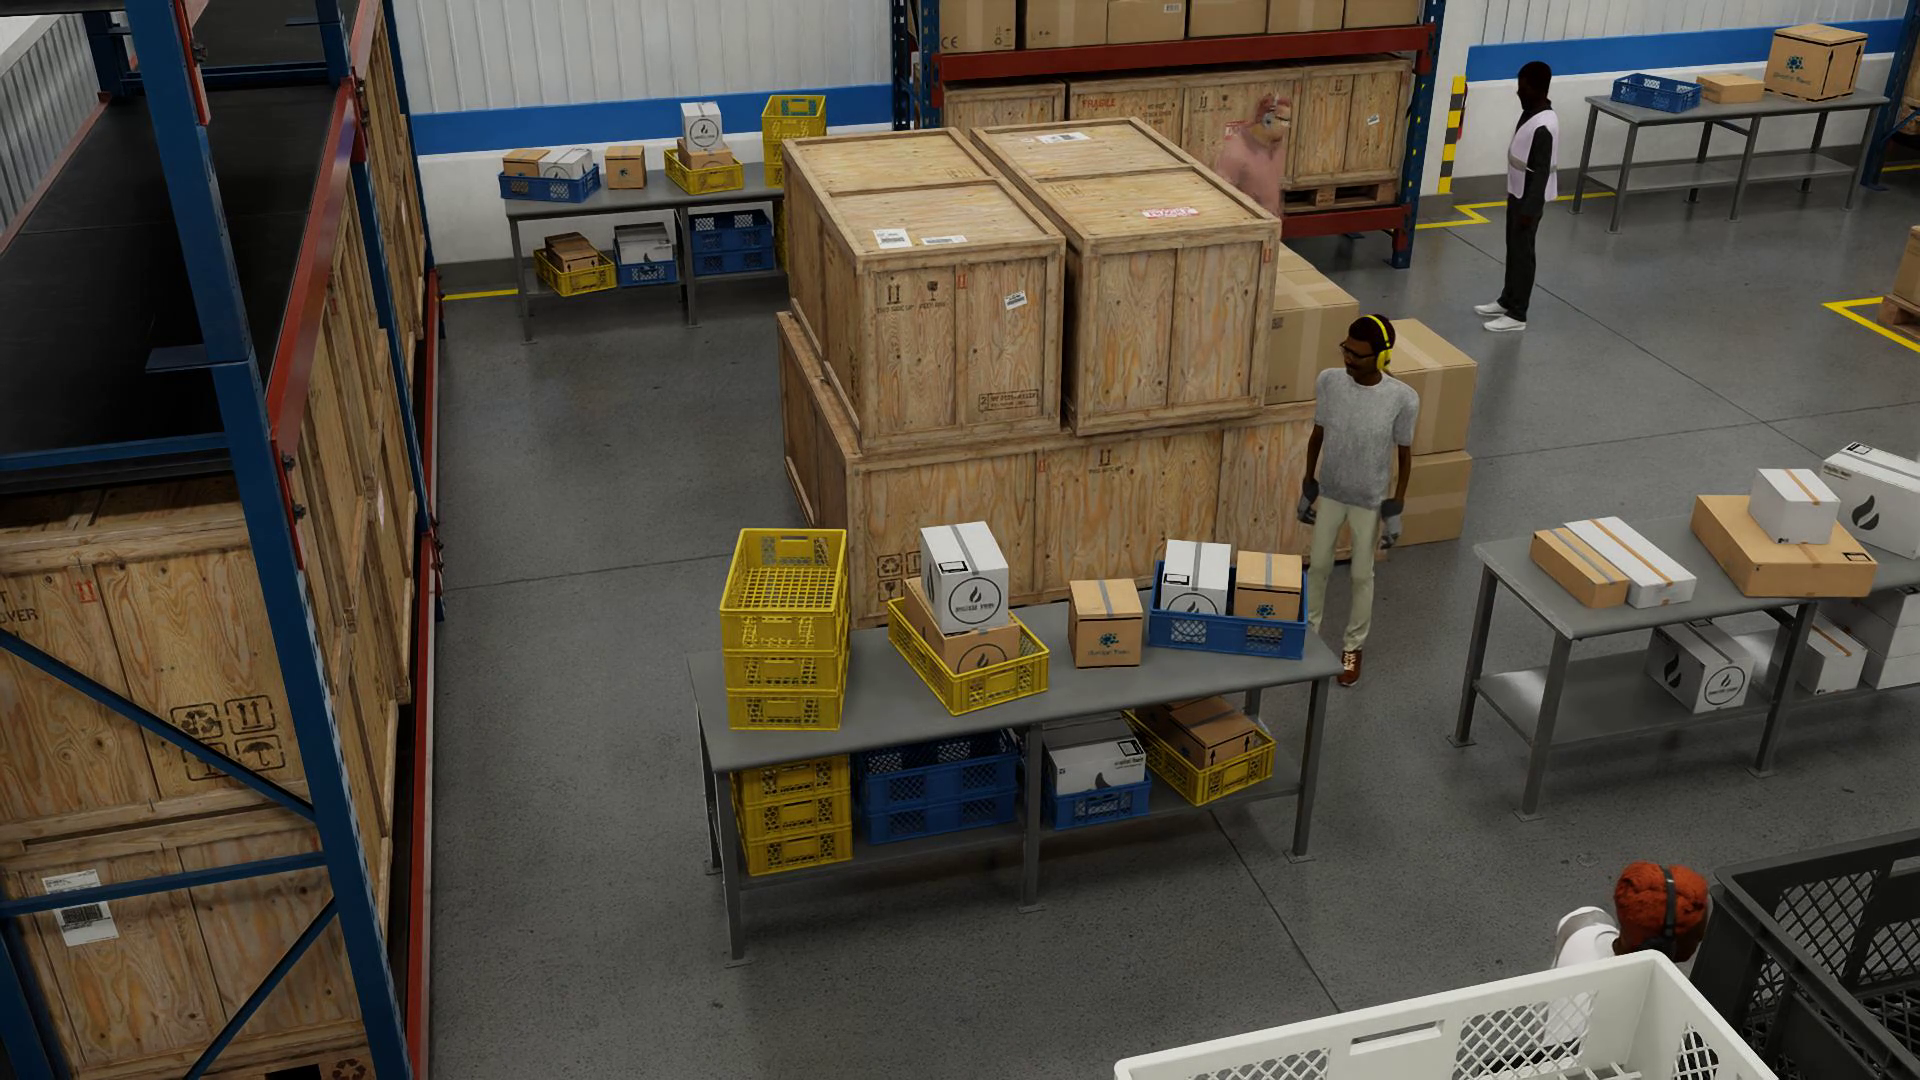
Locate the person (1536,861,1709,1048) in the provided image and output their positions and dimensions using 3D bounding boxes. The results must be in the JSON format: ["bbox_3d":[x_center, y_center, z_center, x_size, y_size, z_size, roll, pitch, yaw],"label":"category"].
[{"bbox_3d":[1.699,1.624,4.479,0.341,1.882,0.587,-1,29,-1],"label":"person"}]

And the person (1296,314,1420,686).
[{"bbox_3d":[1.830,-0.179,7.776,0.519,1.863,0.335,17,33,28],"label":"person"}]

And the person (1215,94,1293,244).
[{"bbox_3d":[1.908,-2.073,11.207,0.491,1.870,0.681,21,35,33],"label":"person"}]

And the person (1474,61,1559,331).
[{"bbox_3d":[4.018,-2.429,11.809,0.397,1.913,0.590,4,29,7],"label":"person"}]
